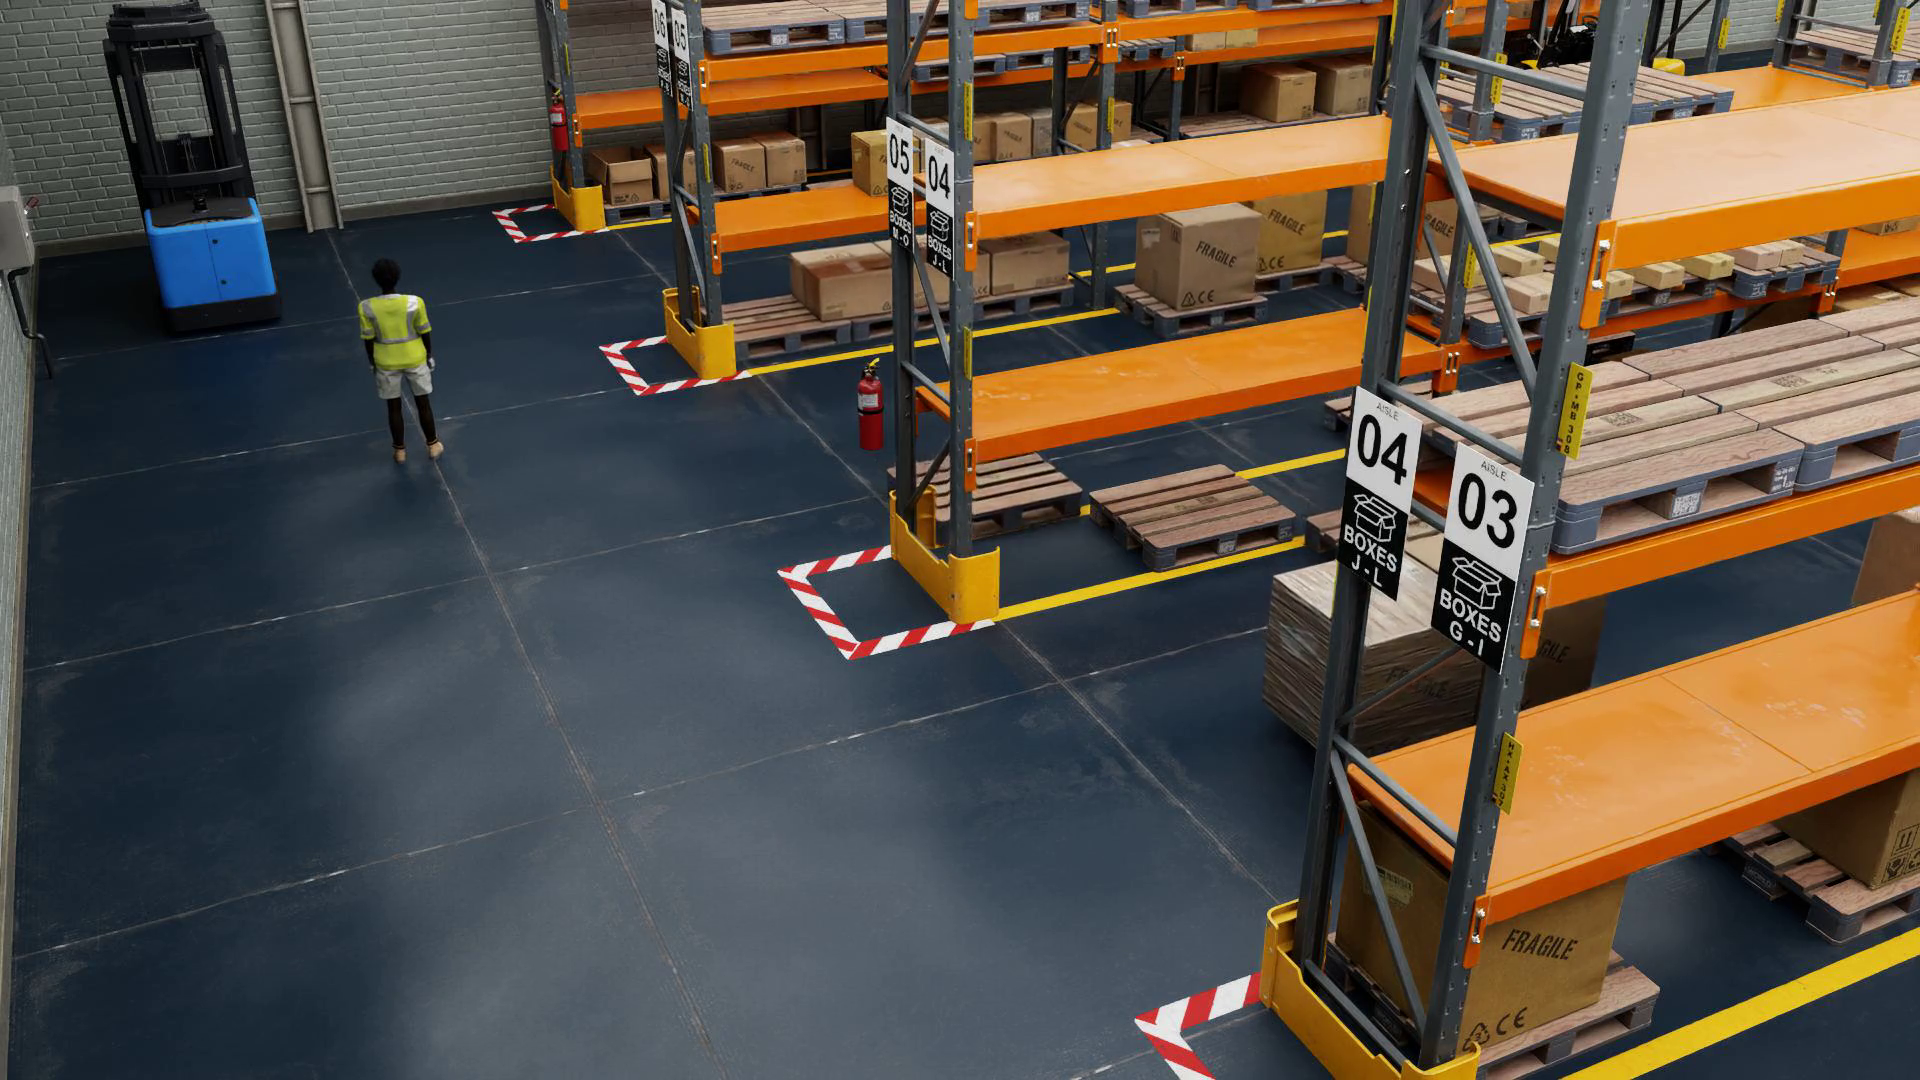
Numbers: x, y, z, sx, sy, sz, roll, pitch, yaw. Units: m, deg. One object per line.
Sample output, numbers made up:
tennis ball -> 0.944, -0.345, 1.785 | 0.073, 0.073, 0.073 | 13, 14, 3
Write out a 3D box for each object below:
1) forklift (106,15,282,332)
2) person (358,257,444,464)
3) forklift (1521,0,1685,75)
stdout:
forklift -> -7.548, -3.672, 16.323 | 1.129, 2.768, 1.873 | -12, 30, -22
person -> -4.463, -1.426, 13.280 | 0.540, 1.695, 0.316 | -8, 28, -14
forklift -> 8.950, -6.807, 23.056 | 1.214, 2.155, 2.313 | -12, 30, -22
